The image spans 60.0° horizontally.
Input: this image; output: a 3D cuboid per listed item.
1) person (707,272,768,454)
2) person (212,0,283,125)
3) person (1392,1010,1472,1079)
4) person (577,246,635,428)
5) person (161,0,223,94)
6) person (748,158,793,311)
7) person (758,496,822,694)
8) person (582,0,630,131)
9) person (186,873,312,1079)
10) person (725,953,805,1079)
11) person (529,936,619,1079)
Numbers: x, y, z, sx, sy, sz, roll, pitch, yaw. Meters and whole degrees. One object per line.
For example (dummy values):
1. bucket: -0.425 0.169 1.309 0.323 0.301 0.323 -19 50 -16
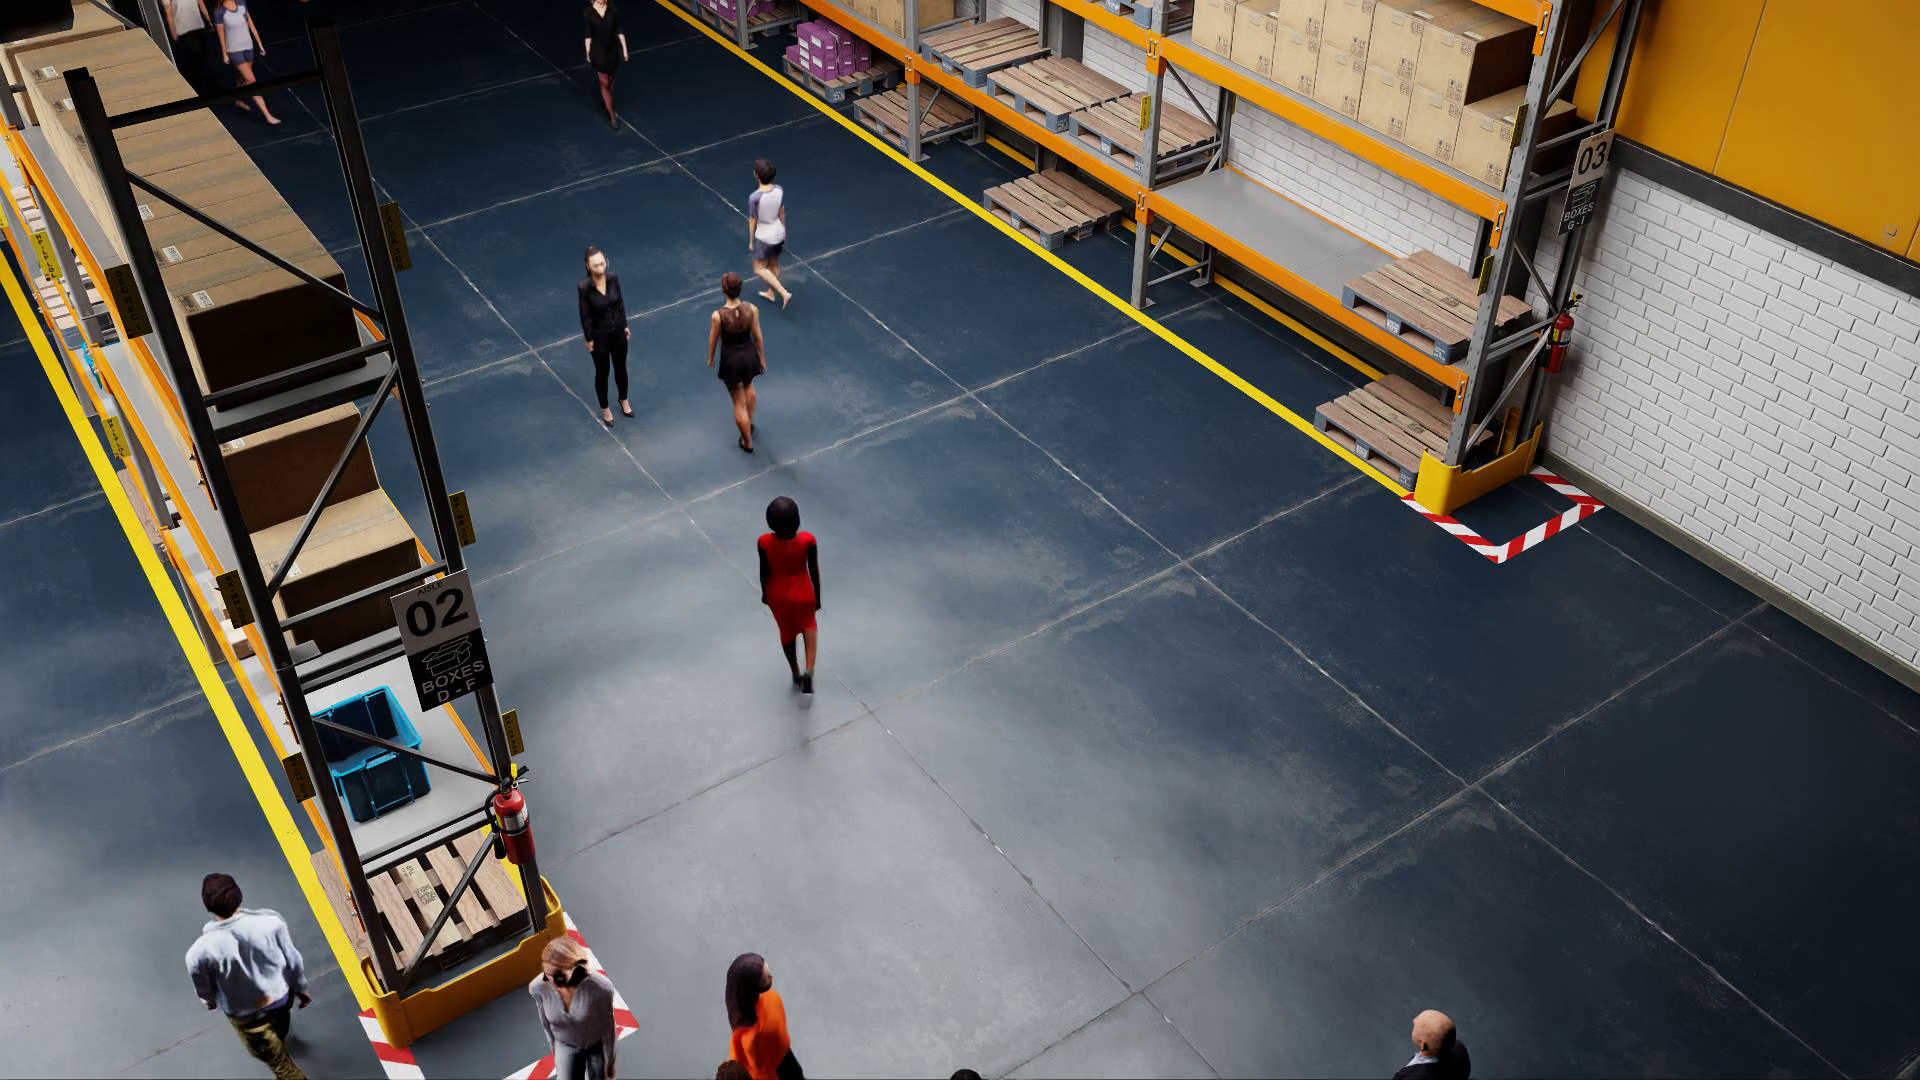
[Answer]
1. person: -1.854 -1.475 14.171 0.626 1.656 0.793 -21 43 -24
2. person: -8.495 -5.743 19.497 1.180 1.680 0.919 20 43 23
3. person: 2.353 3.064 8.402 0.755 1.764 1.100 -26 45 -29
4. person: -3.080 -1.775 14.503 0.599 1.712 0.516 -29 47 -31
5. person: -9.358 -6.229 20.100 1.195 1.686 0.925 21 43 24
6. person: -1.821 -2.928 16.076 0.857 1.549 0.668 31 48 33
7. person: -1.187 0.459 11.691 0.740 1.731 0.824 -4 39 -5
8. person: -4.186 -5.720 19.465 0.654 1.684 0.834 -19 42 -22
9. person: -3.764 2.566 9.033 1.238 1.754 0.829 31 48 33
10. person: -1.159 2.764 8.803 0.919 1.732 0.898 -3 39 -3
11. person: -1.988 2.639 8.924 0.761 1.778 0.827 1 39 2
